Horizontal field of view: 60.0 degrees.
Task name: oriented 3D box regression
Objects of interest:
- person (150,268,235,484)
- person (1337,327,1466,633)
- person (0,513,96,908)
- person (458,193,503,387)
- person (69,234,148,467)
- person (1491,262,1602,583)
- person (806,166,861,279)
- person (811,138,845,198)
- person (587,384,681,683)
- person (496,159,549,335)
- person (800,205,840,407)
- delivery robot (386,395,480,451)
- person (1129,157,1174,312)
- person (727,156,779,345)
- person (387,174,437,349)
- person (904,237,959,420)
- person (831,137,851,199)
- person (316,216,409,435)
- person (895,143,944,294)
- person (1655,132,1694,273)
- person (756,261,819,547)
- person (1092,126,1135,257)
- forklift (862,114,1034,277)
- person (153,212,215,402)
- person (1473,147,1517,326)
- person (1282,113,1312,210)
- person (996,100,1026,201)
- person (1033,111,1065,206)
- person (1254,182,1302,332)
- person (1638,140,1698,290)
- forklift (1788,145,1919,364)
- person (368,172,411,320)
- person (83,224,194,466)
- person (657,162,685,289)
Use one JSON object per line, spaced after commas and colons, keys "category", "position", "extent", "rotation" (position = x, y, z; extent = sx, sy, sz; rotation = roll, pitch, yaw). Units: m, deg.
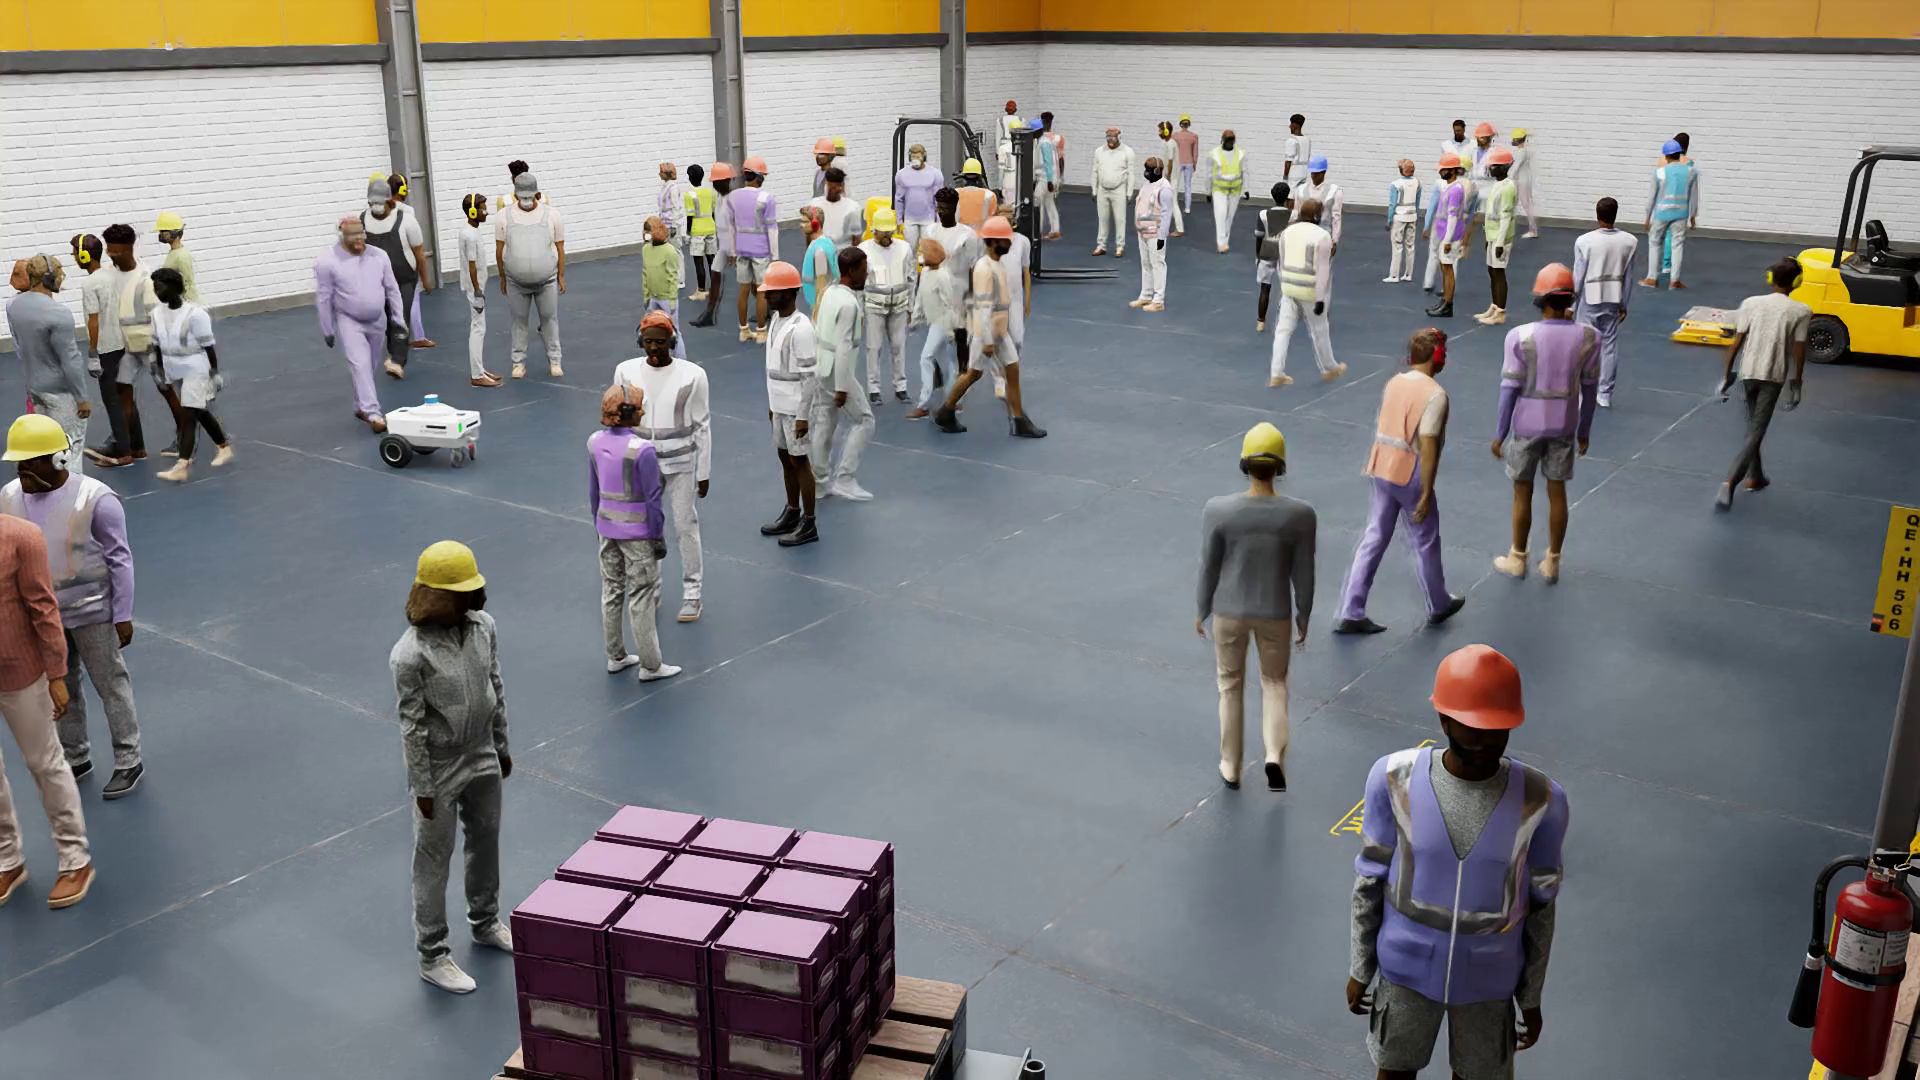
{"category": "person", "position": [-6.048, -1.295, 12.941], "extent": [0.539, 1.636, 0.884], "rotation": [6, 19, 19]}
{"category": "person", "position": [2.635, -0.335, 9.708], "extent": [0.919, 1.788, 0.589], "rotation": [-7, 19, -21]}
{"category": "person", "position": [-3.894, 0.545, 6.654], "extent": [0.626, 1.982, 0.410], "rotation": [-2, 18, -6]}
{"category": "person", "position": [-4.663, -2.410, 16.095], "extent": [0.325, 1.861, 0.512], "rotation": [-6, 19, -18]}
{"category": "person", "position": [-6.813, -1.508, 13.276], "extent": [0.337, 1.858, 0.523], "rotation": [0, 18, -1]}
{"category": "person", "position": [3.701, -0.735, 10.564], "extent": [0.622, 2.041, 0.387], "rotation": [0, 18, 0]}
{"category": "person", "position": [-1.372, -3.071, 18.029], "extent": [0.616, 1.935, 0.466], "rotation": [1, 18, 5]}
{"category": "person", "position": [-1.642, -3.877, 20.373], "extent": [0.362, 2.048, 0.613], "rotation": [-12, 21, -34]}
{"category": "person", "position": [-1.796, -0.033, 9.014], "extent": [0.514, 1.636, 0.314], "rotation": [13, 22, 35]}
{"category": "person", "position": [-4.835, -3.235, 18.517], "extent": [0.595, 1.957, 0.372], "rotation": [-11, 21, -30]}
{"category": "person", "position": [-1.266, -2.158, 15.338], "extent": [0.381, 1.839, 0.563], "rotation": [-2, 18, -6]}
{"category": "delivery robot", "position": [-4.239, -0.925, 13.401], "extent": [0.707, 0.478, 0.477], "rotation": [4, 18, 13]}
{"category": "person", "position": [2.326, -3.709, 20.180], "extent": [0.429, 1.844, 0.625], "rotation": [-7, 19, -21]}
{"category": "person", "position": [-2.224, -3.145, 18.117], "extent": [0.611, 2.032, 0.411], "rotation": [9, 20, 27]}
{"category": "person", "position": [-5.979, -2.988, 17.889], "extent": [0.519, 1.865, 0.328], "rotation": [7, 19, 20]}
{"category": "person", "position": [-0.296, -1.883, 14.839], "extent": [0.693, 1.606, 0.497], "rotation": [-6, 19, -17]}
{"category": "person", "position": [-1.809, -5.097, 24.699], "extent": [0.489, 1.727, 0.397], "rotation": [13, 22, 34]}
{"category": "person", "position": [-5.164, -1.874, 14.420], "extent": [0.984, 1.853, 0.651], "rotation": [16, 24, 41]}
{"category": "person", "position": [-0.513, -4.042, 21.086], "extent": [0.635, 1.931, 0.379], "rotation": [3, 18, 10]}
{"category": "person", "position": [9.880, -4.679, 23.106], "extent": [0.401, 1.911, 0.590], "rotation": [-7, 19, -21]}
{"category": "person", "position": [-1.177, -0.921, 11.303], "extent": [0.357, 1.936, 0.551], "rotation": [-9, 20, -27]}
{"category": "person", "position": [2.236, -5.130, 24.522], "extent": [0.652, 1.904, 0.403], "rotation": [8, 19, 24]}
{"category": "forklift", "position": [-0.171, -4.594, 22.377], "extent": [2.313, 2.155, 1.214], "rotation": [1, 18, 3]}
{"category": "person", "position": [-7.198, -2.145, 15.410], "extent": [0.321, 1.769, 0.523], "rotation": [-12, 21, -32]}
{"category": "person", "position": [6.189, -3.504, 19.234], "extent": [0.410, 2.035, 0.606], "rotation": [1, 18, 2]}
{"category": "person", "position": [5.339, -5.786, 26.495], "extent": [0.378, 1.962, 0.609], "rotation": [16, 24, 42]}
{"category": "person", "position": [0.966, -7.399, 31.653], "extent": [0.584, 1.882, 0.337], "rotation": [0, 18, -1]}
{"category": "person", "position": [1.395, -5.951, 26.993], "extent": [0.614, 1.962, 0.361], "rotation": [2, 18, 7]}
{"category": "person", "position": [3.578, -3.177, 18.767], "extent": [0.531, 1.690, 0.321], "rotation": [6, 19, 17]}
{"category": "person", "position": [9.280, -4.231, 21.716], "extent": [0.641, 1.923, 0.520], "rotation": [3, 18, 9]}
{"category": "forklift", "position": [9.803, -2.879, 17.013], "extent": [2.313, 2.155, 1.214], "rotation": [12, 21, 33]}
{"category": "person", "position": [-6.675, -3.401, 19.390], "extent": [0.330, 1.736, 0.489], "rotation": [9, 20, 26]}
{"category": "person", "position": [-6.619, -1.543, 13.263], "extent": [0.621, 1.918, 0.943], "rotation": [7, 19, 20]}
{"category": "person", "position": [-3.772, -4.100, 21.726], "extent": [0.311, 1.642, 0.514], "rotation": [-7, 19, -22]}
